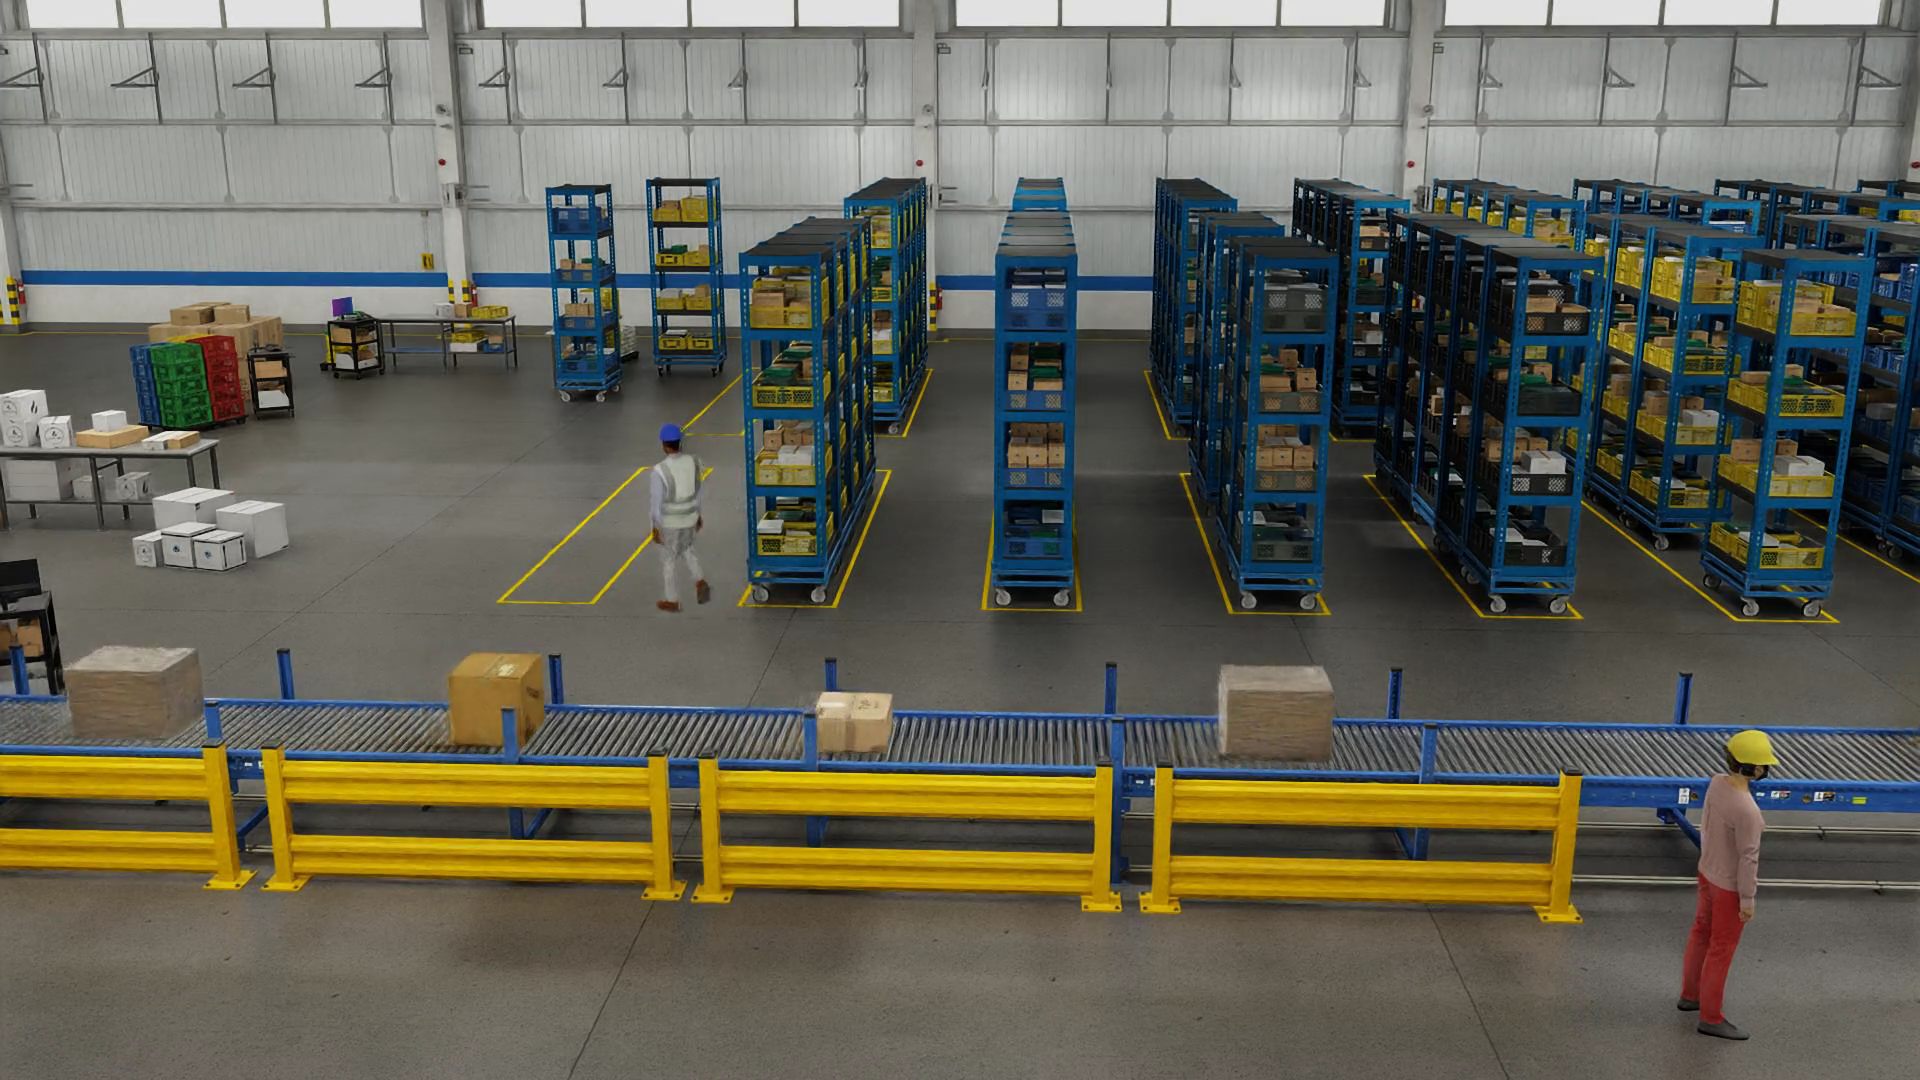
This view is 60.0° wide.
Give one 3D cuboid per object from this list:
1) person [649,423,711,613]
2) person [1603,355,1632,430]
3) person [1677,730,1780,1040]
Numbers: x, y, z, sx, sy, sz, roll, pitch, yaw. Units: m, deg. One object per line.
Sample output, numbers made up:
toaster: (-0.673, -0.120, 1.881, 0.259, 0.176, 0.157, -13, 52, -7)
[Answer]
person: (-2.807, -0.201, 16.632, 0.564, 1.928, 0.670, 13, 20, 41)
person: (9.957, -2.468, 25.229, 0.598, 1.830, 0.404, -3, 15, -10)
person: (4.271, 1.882, 9.208, 0.322, 1.767, 0.533, 0, 15, 1)
